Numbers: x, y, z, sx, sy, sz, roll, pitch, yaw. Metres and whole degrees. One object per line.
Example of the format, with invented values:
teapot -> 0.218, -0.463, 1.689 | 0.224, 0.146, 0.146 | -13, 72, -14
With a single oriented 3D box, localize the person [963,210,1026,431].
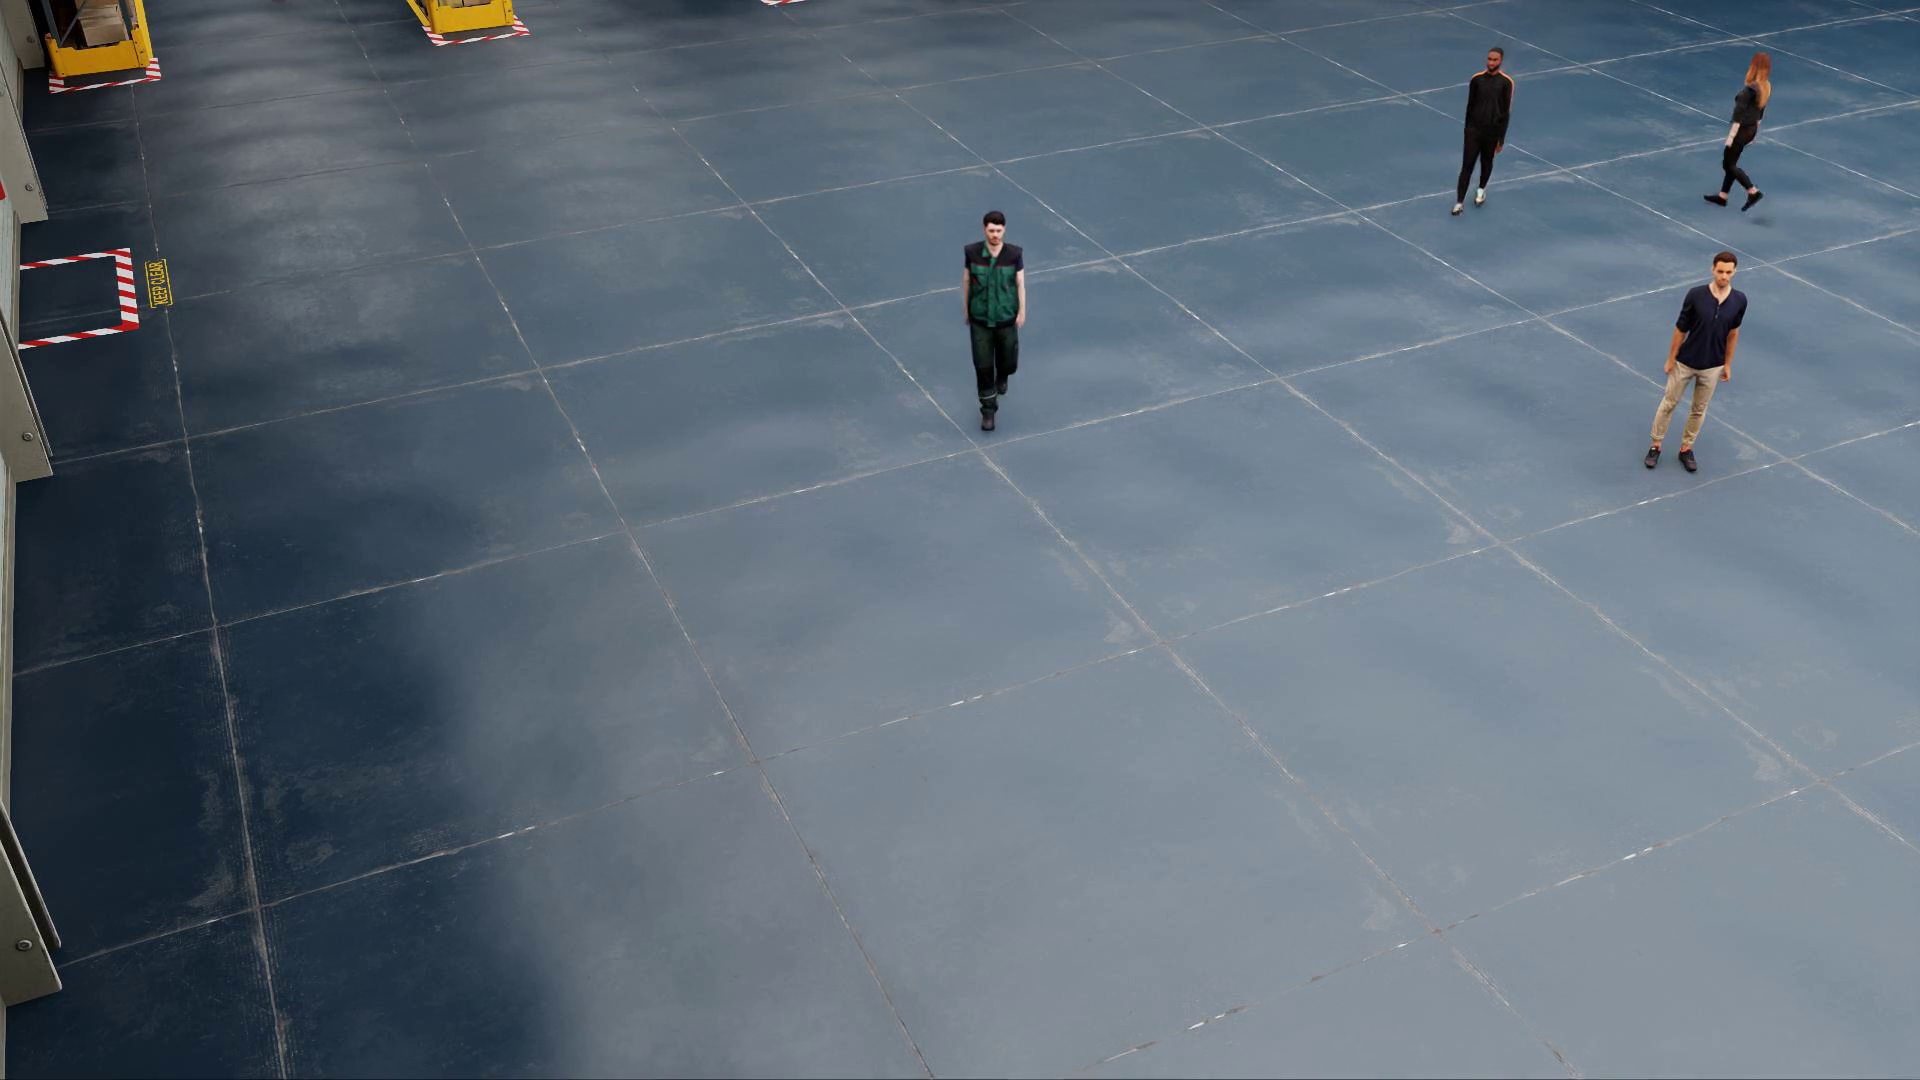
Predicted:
person -> 0.277, -1.888, 13.914 | 0.967, 1.880, 1.136 | 2, 33, 3

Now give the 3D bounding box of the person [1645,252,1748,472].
person -> 5.874, -1.428, 13.227 | 0.713, 1.859, 0.736 | 7, 34, 10

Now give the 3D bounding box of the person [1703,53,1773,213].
person -> 8.480, -4.334, 17.844 | 0.763, 1.697, 0.985 | -25, 40, -33

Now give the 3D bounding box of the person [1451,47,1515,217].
person -> 5.671, -4.399, 17.889 | 1.176, 1.757, 1.195 | 13, 35, 20
